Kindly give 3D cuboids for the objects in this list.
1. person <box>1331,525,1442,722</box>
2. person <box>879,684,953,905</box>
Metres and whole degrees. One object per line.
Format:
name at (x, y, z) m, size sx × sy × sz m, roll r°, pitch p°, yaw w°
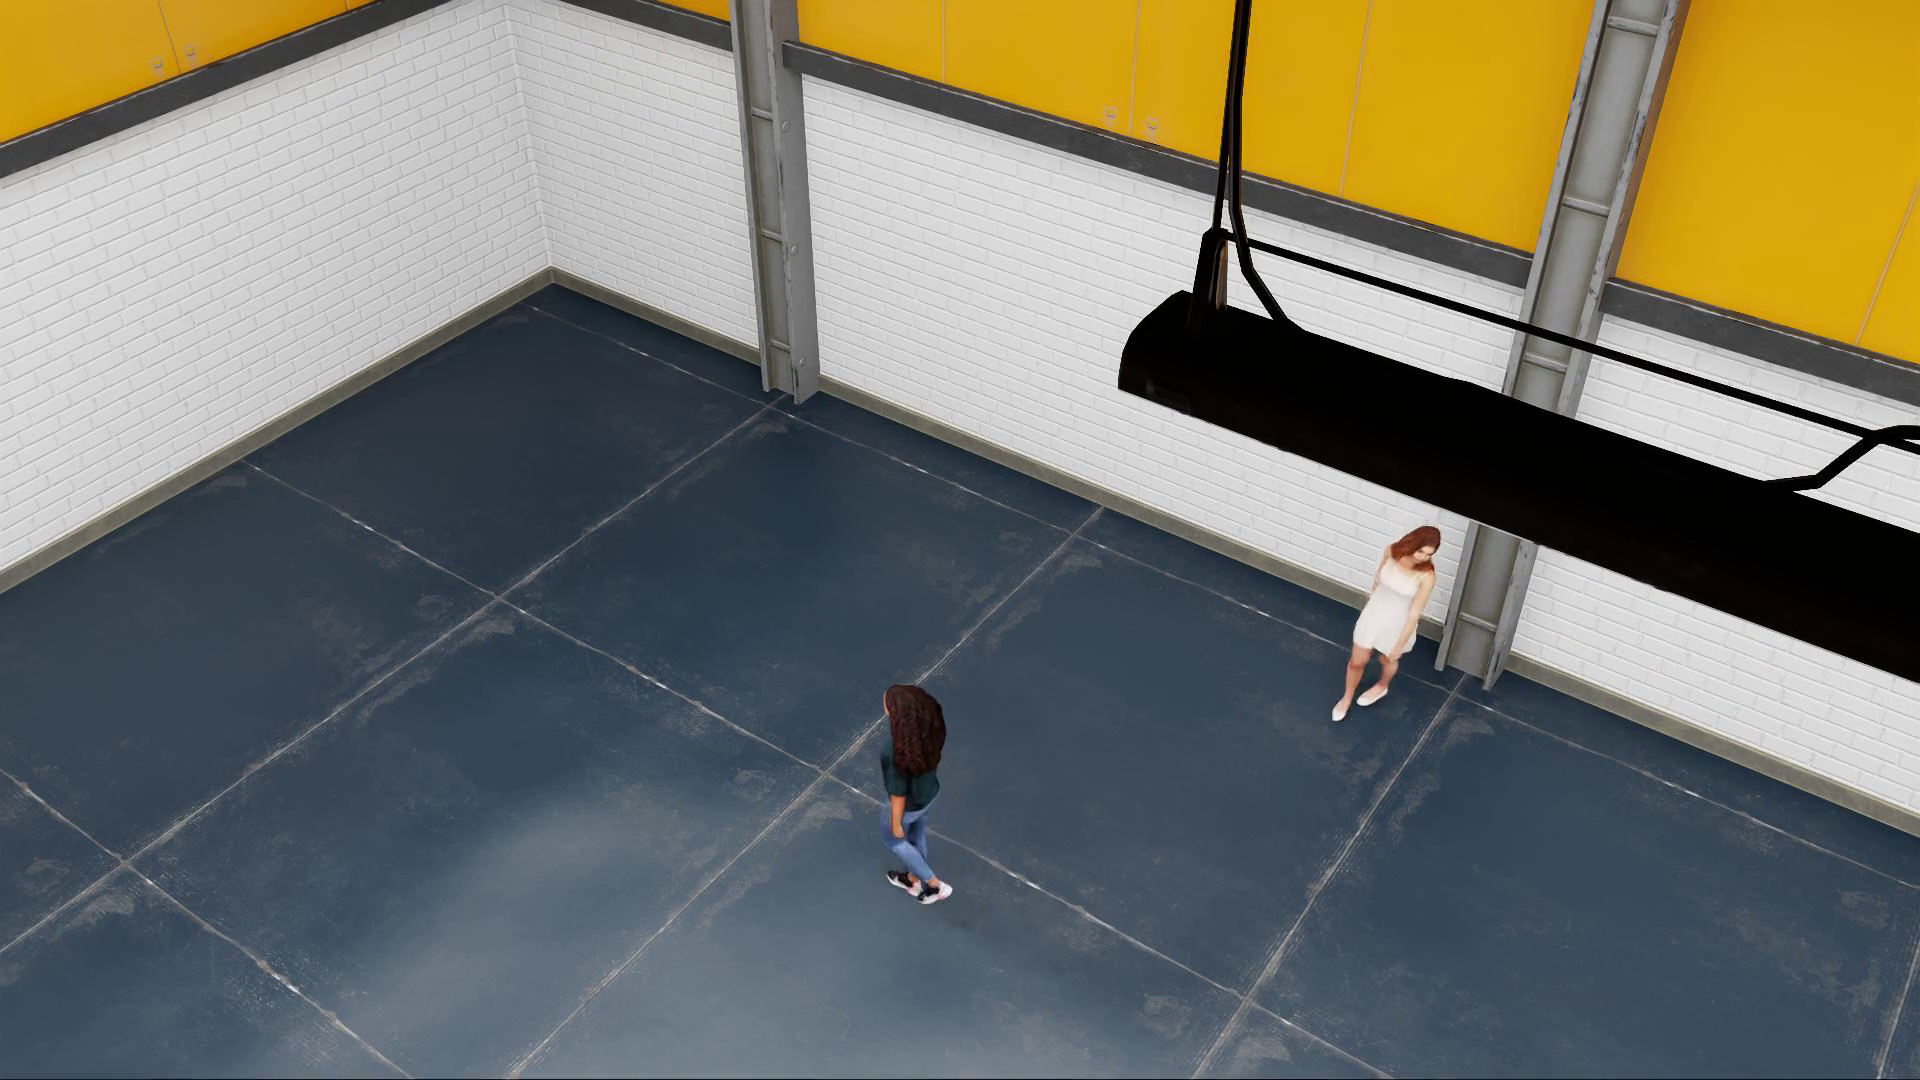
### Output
person at (2.752, 0.479, 10.548) m, size 0.772 × 1.655 × 0.754 m, roll -22°, pitch 44°, yaw -25°
person at (-0.211, 1.478, 9.335) m, size 0.692 × 1.607 × 0.590 m, roll 23°, pitch 44°, yaw 26°
